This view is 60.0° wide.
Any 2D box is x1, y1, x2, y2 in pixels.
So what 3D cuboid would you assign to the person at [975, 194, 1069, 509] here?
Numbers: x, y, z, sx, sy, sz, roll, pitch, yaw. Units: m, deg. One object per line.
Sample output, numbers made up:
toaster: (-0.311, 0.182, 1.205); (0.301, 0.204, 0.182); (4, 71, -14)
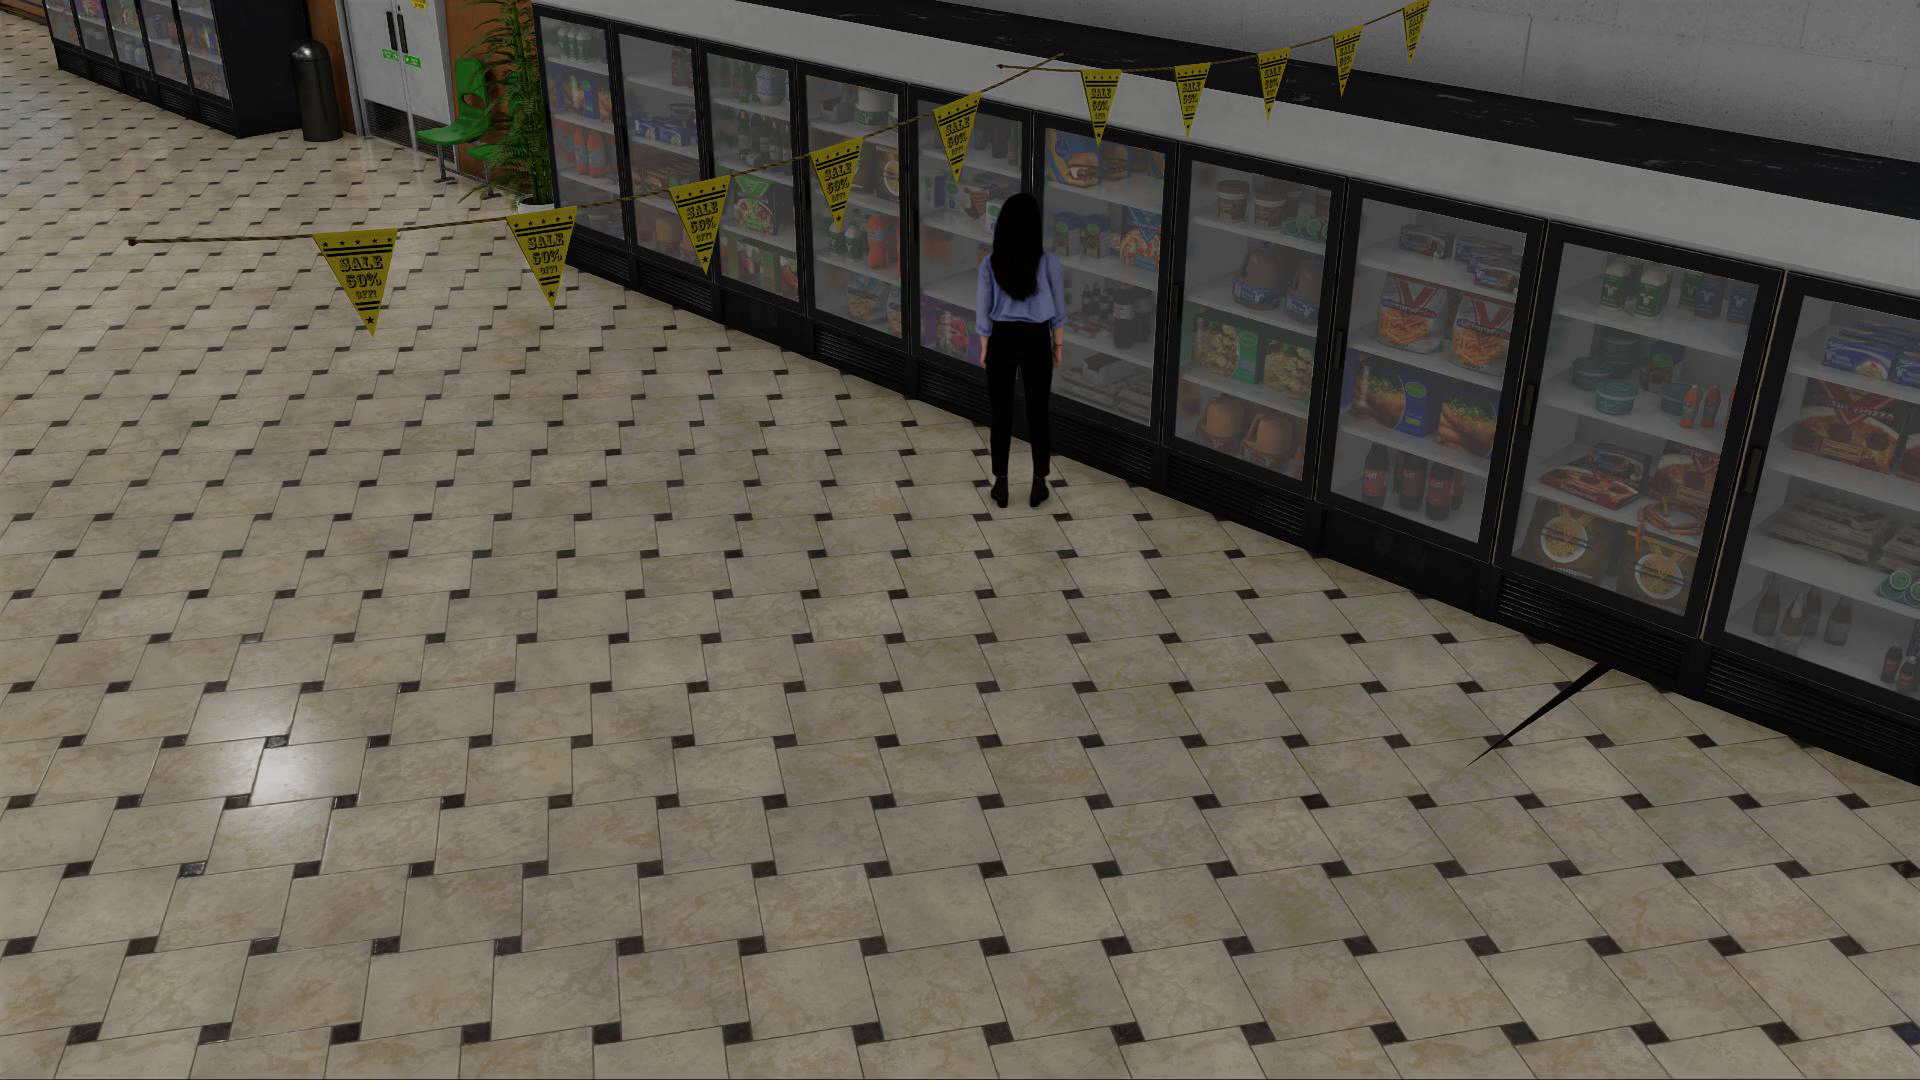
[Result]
person: (0.317, -1.008, 8.995); (0.724, 1.744, 0.780); (0, 27, 1)
